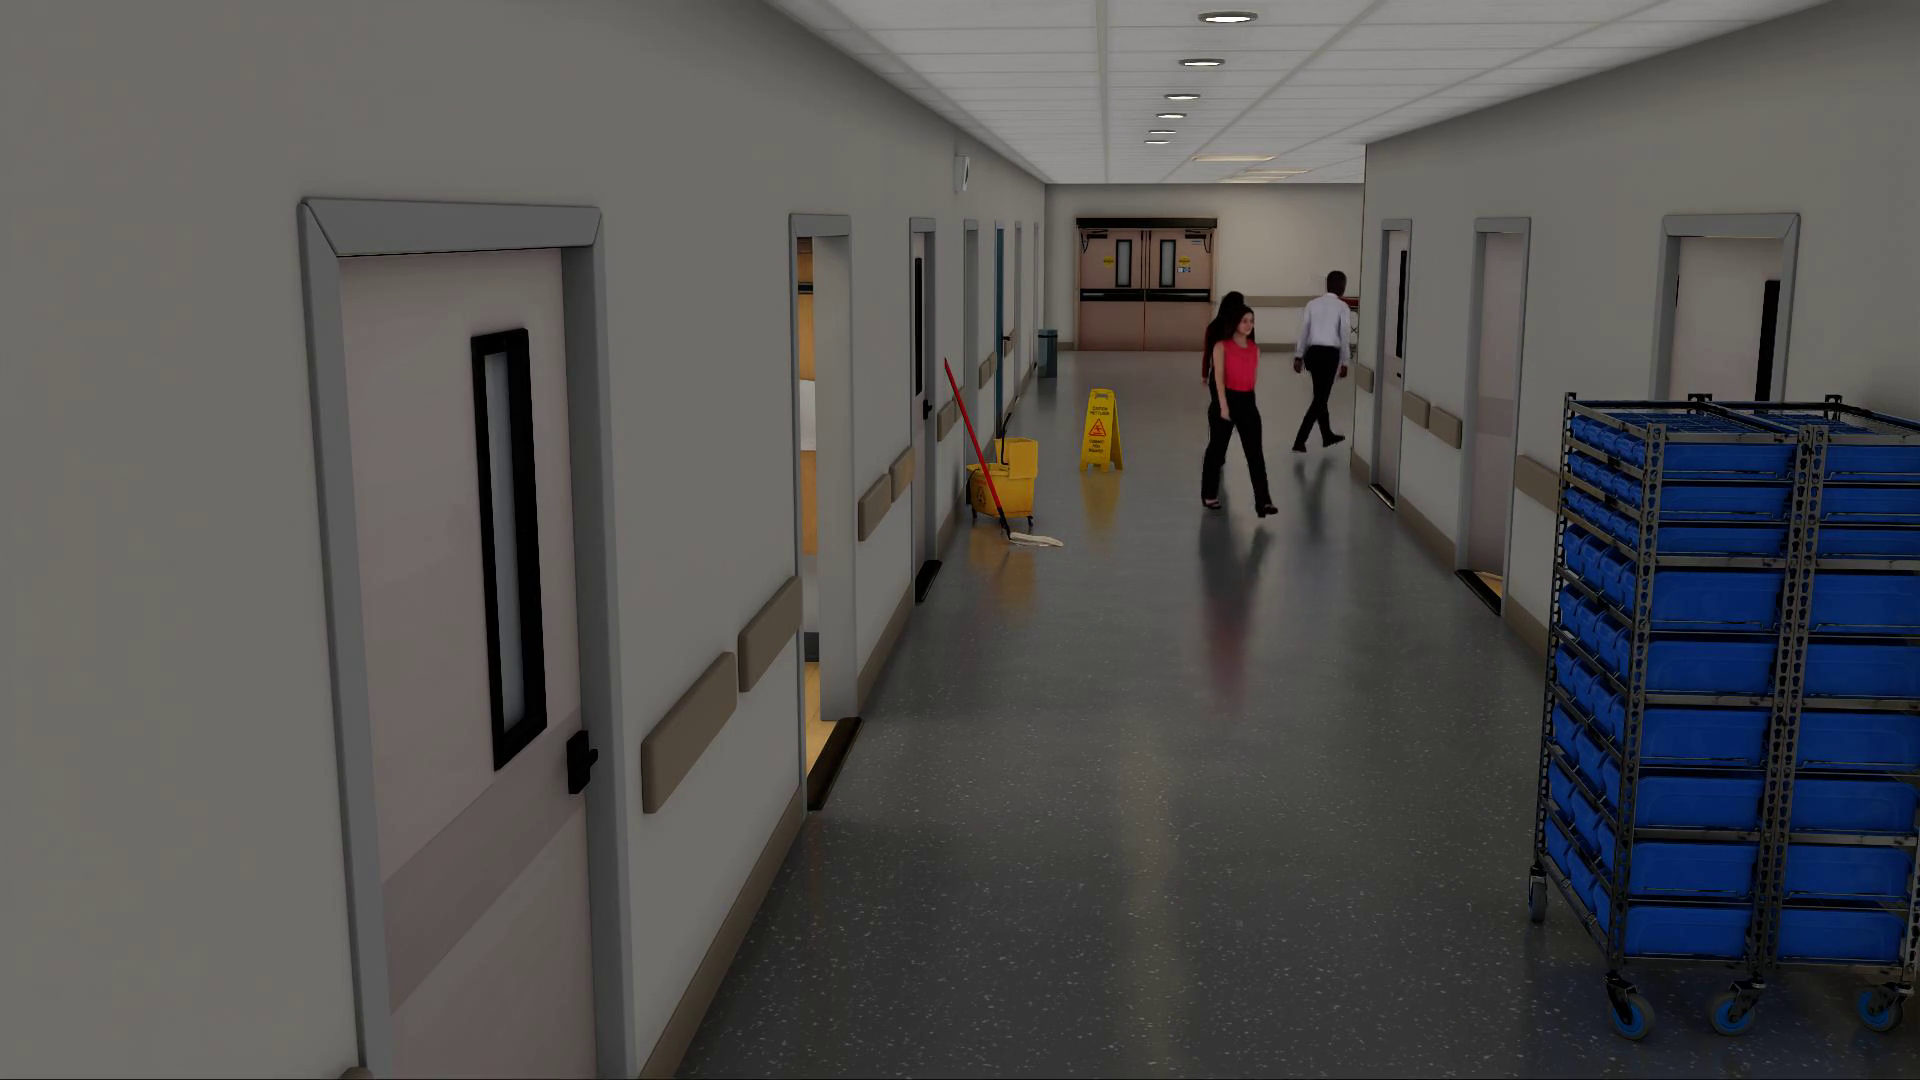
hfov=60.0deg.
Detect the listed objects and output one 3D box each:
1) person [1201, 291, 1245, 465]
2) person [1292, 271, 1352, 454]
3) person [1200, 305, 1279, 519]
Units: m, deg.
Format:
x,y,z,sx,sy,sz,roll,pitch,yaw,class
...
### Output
x,y,z,sx,sy,sz,roll,pitch,yaw,class
2.515,-1.495,15.709,0.820,1.611,1.064,4,12,21,person
3.526,-1.687,16.296,1.164,1.769,1.330,8,14,38,person
2.096,-0.985,12.998,0.894,1.620,1.136,-4,12,-22,person
